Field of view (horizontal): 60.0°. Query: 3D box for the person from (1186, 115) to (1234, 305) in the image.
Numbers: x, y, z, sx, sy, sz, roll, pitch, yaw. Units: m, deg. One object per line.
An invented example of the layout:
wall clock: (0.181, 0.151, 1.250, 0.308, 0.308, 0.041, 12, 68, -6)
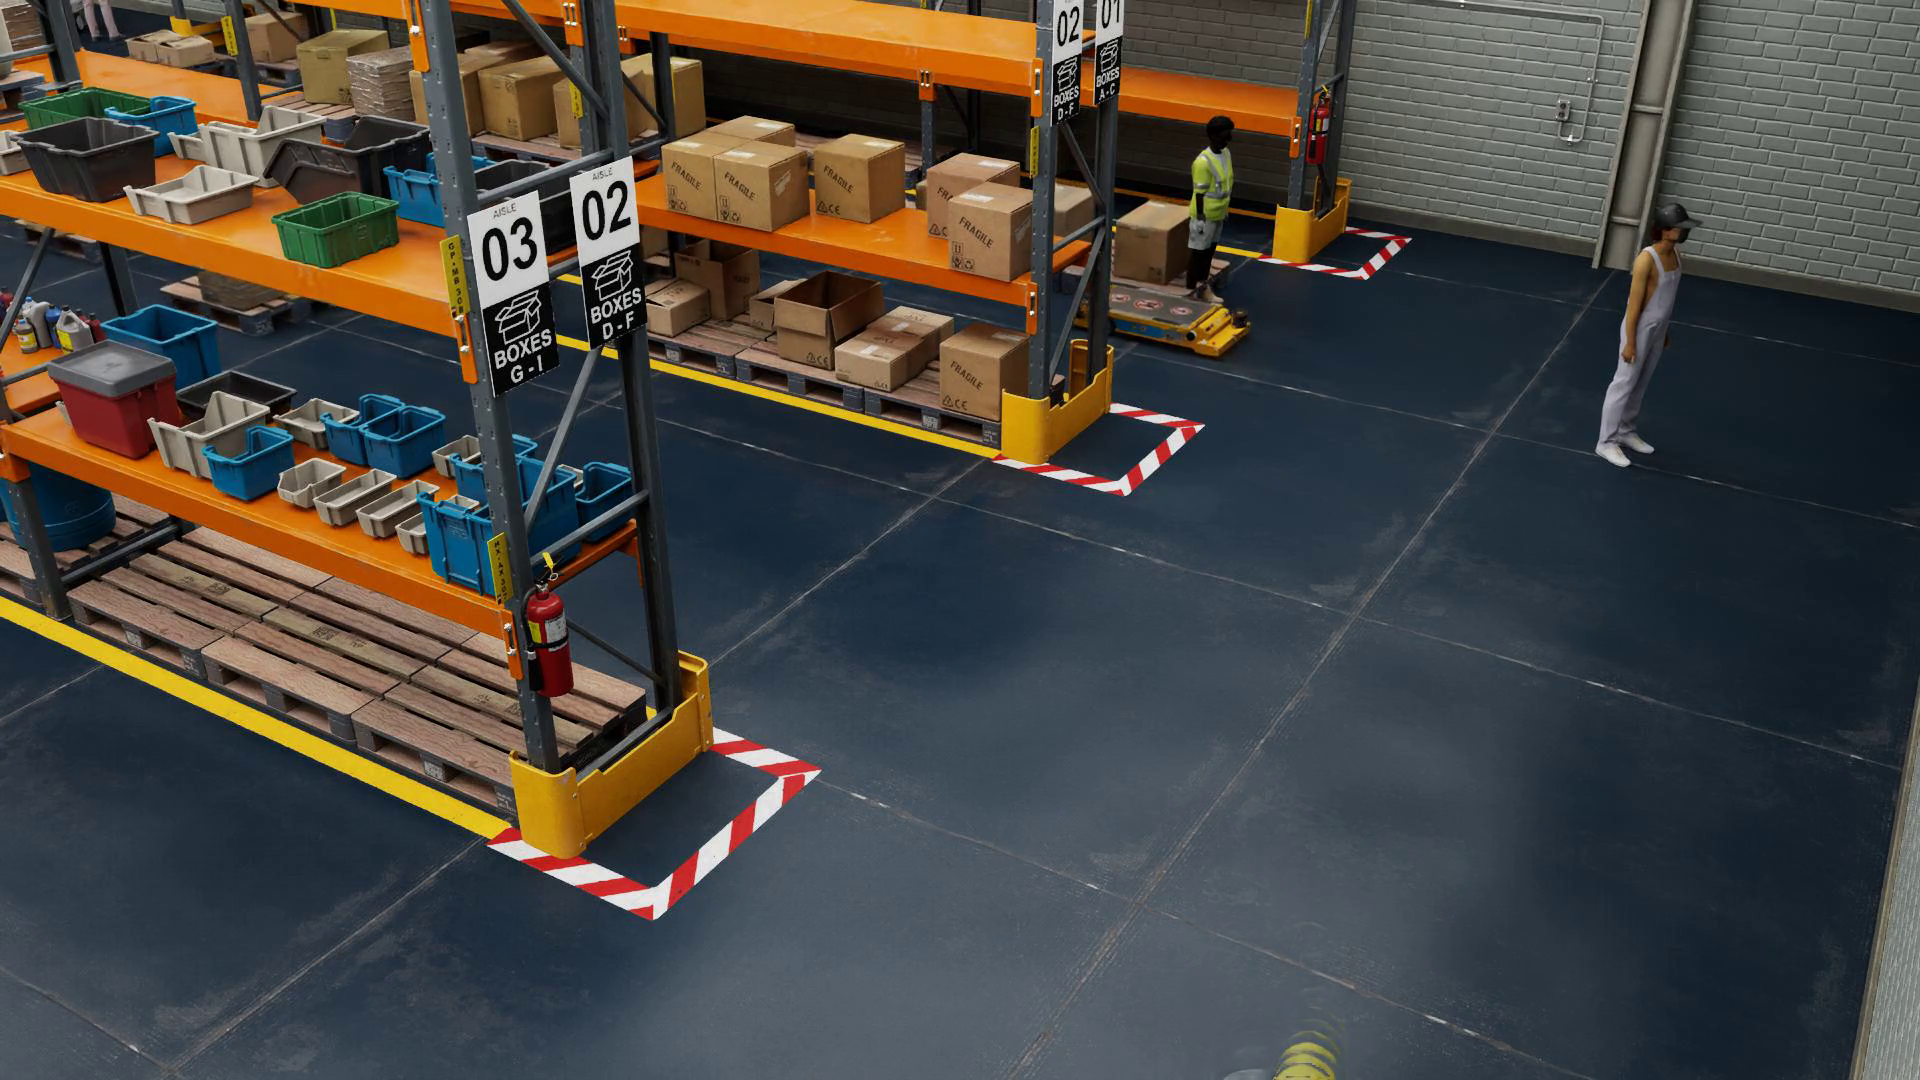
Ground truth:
person: (2.127, -2.765, 14.131, 0.319, 1.692, 0.532, 18, 34, 29)

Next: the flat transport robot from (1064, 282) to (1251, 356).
flat transport robot: (1.656, -1.866, 13.982, 1.431, 0.231, 0.659, 17, 33, 27)

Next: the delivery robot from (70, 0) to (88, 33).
delivery robot: (-12.953, -7.644, 24.074, 0.525, 0.614, 0.785, -2, 29, -3)

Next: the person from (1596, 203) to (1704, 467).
person: (4.790, -1.429, 11.559, 0.522, 1.864, 0.363, -22, 36, -34)

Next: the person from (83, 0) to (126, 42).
person: (-12.123, -7.882, 23.157, 0.566, 1.843, 0.374, 0, 29, 1)
